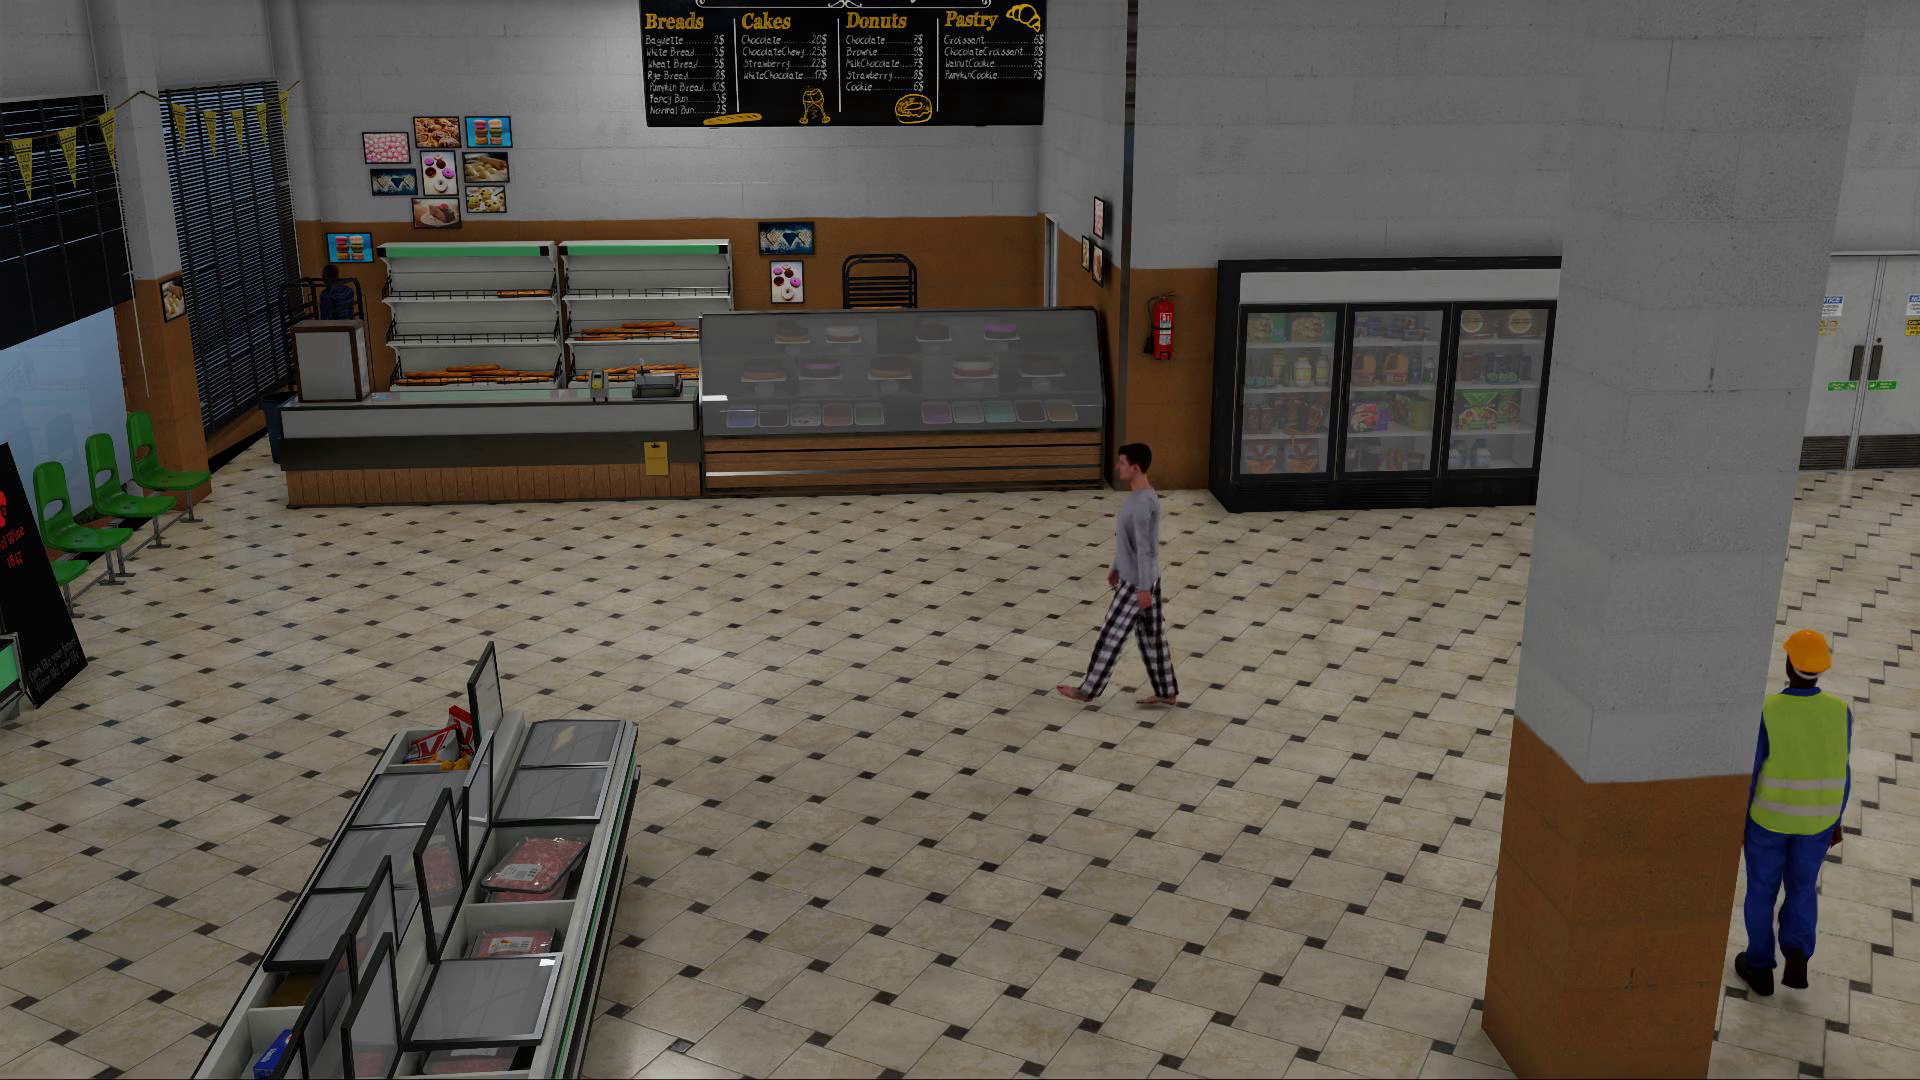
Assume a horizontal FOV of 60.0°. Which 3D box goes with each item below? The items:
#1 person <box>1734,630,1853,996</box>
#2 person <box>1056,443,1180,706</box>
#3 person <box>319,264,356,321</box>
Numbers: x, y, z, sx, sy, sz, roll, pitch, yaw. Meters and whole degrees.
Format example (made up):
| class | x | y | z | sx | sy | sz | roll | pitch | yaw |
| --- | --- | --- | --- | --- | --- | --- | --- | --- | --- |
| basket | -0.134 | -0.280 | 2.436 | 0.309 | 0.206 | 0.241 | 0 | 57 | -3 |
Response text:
| class | x | y | z | sx | sy | sz | roll | pitch | yaw |
| --- | --- | --- | --- | --- | --- | --- | --- | --- | --- |
| person | 3.859 | 1.309 | 7.686 | 0.743 | 1.803 | 0.779 | 2 | 17 | 5 |
| person | 1.279 | 0.270 | 11.082 | 0.878 | 1.819 | 1.062 | 2 | 17 | 7 |
| person | -7.389 | -2.366 | 19.754 | 0.837 | 1.824 | 0.710 | 6 | 18 | 20 |
